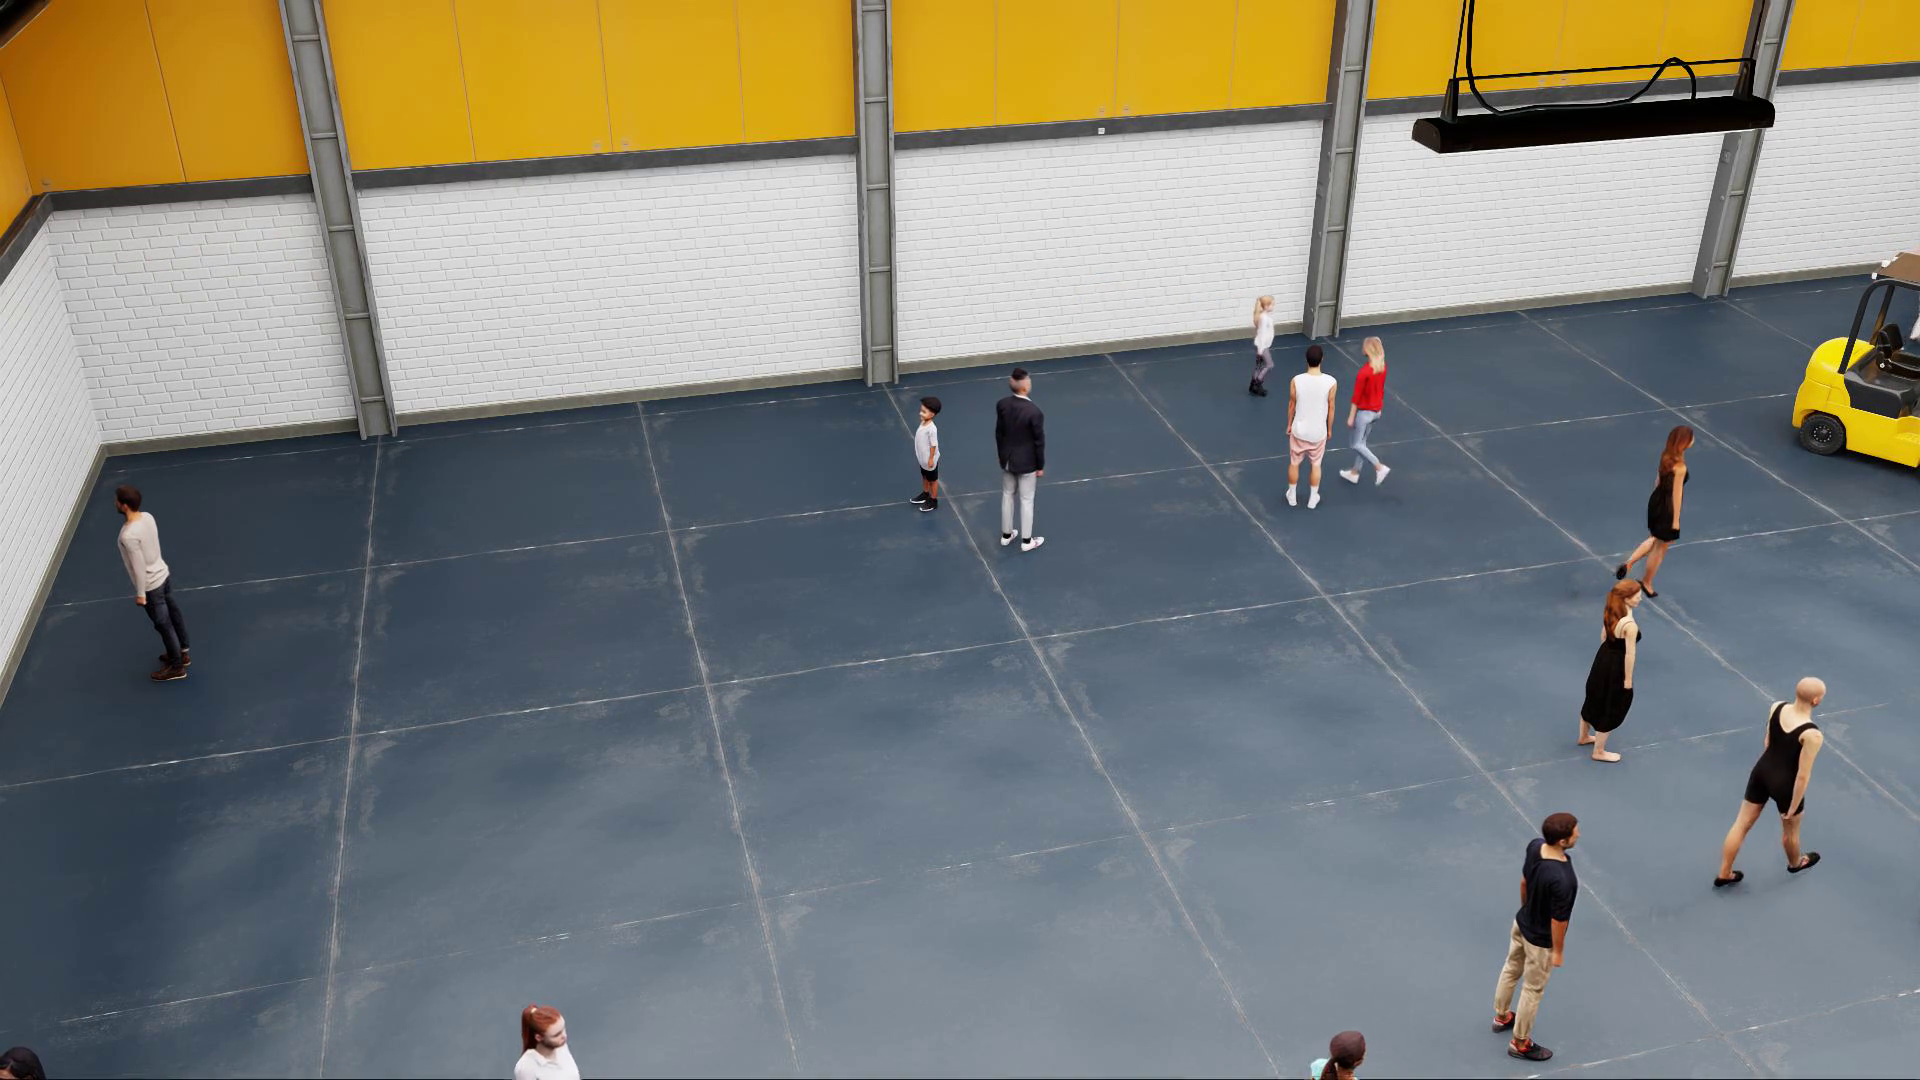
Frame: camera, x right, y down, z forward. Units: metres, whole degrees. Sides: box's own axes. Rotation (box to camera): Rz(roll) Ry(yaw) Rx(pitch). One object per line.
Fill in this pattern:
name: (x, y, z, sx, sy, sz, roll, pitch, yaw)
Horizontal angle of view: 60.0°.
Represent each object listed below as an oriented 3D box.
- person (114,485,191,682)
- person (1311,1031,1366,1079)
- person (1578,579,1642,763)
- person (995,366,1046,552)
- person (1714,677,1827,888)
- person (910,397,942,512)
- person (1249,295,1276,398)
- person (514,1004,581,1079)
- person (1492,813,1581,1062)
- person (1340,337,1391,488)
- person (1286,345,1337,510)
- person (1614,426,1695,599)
person: (-7.052, 0.364, 14.522, 0.627, 1.867, 0.688, -2, 29, -4)
person: (2.033, 3.386, 9.330, 0.962, 1.533, 0.745, -18, 33, -30)
person: (5.299, 1.039, 13.536, 0.577, 1.626, 0.582, -5, 29, -8)
person: (0.591, -0.827, 16.614, 0.790, 1.954, 0.829, 19, 34, 30)
person: (5.816, 1.787, 12.012, 1.102, 1.772, 0.757, -11, 31, -20)
person: (-0.336, -0.930, 17.523, 0.562, 1.265, 0.533, -14, 32, -24)
person: (3.601, -2.358, 20.134, 0.618, 1.272, 0.579, 5, 29, 9)
person: (-2.358, 3.295, 9.332, 1.153, 1.691, 1.042, 13, 31, 22)
person: (3.683, 2.496, 10.621, 0.567, 1.859, 0.662, -4, 29, -7)
person: (4.407, -1.325, 17.804, 0.938, 1.689, 0.919, -23, 36, -36)
person: (3.655, -1.176, 17.427, 0.679, 1.788, 0.785, 7, 29, 13)
person: (6.539, -0.238, 15.674, 0.820, 1.821, 0.672, -1, 29, -2)
